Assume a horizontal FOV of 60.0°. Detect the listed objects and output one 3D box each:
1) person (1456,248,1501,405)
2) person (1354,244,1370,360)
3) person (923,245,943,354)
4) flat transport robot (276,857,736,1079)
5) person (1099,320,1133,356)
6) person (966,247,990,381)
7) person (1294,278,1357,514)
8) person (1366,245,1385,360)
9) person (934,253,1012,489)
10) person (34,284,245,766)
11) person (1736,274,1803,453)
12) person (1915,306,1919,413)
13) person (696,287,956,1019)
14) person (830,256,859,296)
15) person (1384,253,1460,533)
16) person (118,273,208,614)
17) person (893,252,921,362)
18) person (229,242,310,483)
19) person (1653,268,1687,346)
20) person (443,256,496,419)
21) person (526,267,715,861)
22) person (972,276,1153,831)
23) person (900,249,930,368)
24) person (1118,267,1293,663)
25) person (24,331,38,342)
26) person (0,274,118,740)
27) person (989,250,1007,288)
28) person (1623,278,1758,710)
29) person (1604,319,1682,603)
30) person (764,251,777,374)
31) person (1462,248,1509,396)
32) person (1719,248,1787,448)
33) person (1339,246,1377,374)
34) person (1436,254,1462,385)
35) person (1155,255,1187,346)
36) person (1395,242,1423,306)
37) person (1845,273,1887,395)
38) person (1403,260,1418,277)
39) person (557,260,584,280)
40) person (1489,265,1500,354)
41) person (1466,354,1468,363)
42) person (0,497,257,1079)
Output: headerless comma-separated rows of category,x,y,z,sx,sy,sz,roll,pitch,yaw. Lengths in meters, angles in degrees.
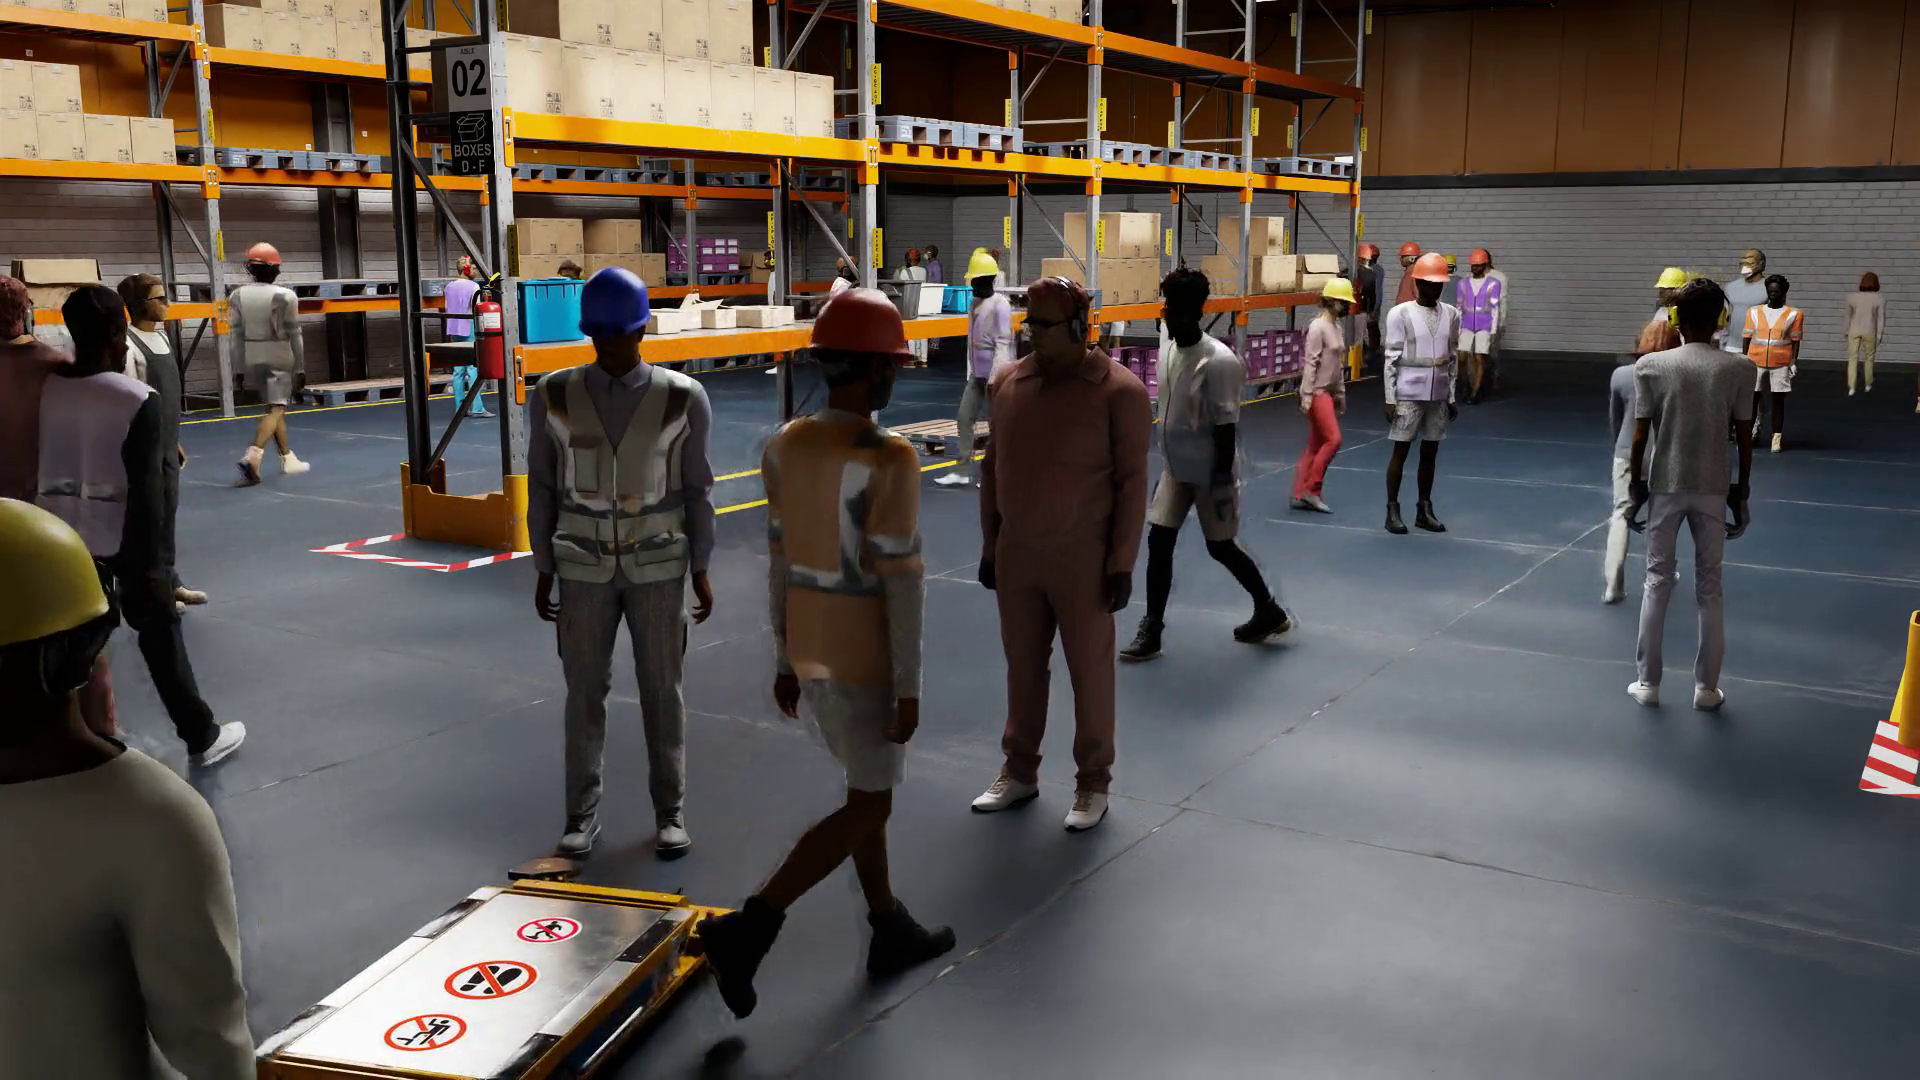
person,6.347,-2.613,20.460,0.542,1.923,0.399,6,12,29
person,6.341,-3.742,26.589,0.450,1.956,0.651,3,11,18
person,-0.496,-4.259,29.575,0.496,1.937,0.644,-3,11,-16
flat transport robot,-1.133,1.151,4.157,0.652,0.197,1.431,3,11,14
person,2.292,-3.348,24.711,0.564,1.862,0.960,1,10,8
person,0.268,-3.198,23.708,0.395,1.919,0.582,-2,10,-9
person,2.716,-1.060,12.328,0.508,1.734,0.551,6,12,29
person,6.985,-4.037,28.289,0.373,1.934,0.551,7,13,35
person,0.115,-1.341,13.410,0.698,1.906,0.619,-6,12,-28
person,-3.088,0.015,6.042,0.593,1.868,1.000,2,10,10
person,7.741,-1.683,15.906,0.531,1.698,0.320,7,12,32
person,11.441,-2.476,19.339,0.394,2.044,0.609,-2,10,-12
person,-0.347,0.302,4.349,0.827,1.909,0.547,-10,14,-43
person,-1.258,-2.269,18.757,0.429,1.845,0.621,-2,10,-8
person,3.199,-1.003,11.480,0.551,1.932,0.378,-2,11,-13
person,-4.381,-0.519,9.043,0.333,1.846,0.514,0,10,-1
person,-0.806,-3.883,27.687,0.633,1.846,0.429,-4,11,-19
person,-5.855,-1.495,14.025,0.613,2.014,0.981,2,10,12
person,6.361,-1.517,14.762,0.931,1.790,0.596,-2,10,-10
person,-5.608,-2.290,18.880,0.563,1.838,0.391,6,12,32
person,-1.101,0.089,5.426,0.602,1.937,0.408,-1,10,-6
person,0.324,0.048,5.757,0.636,1.902,0.406,7,12,33
person,-0.735,-3.670,26.434,0.590,1.883,0.396,-8,13,-39
person,1.204,-0.370,8.079,0.940,1.911,0.653,-6,12,-31
person,-4.581,-0.257,8.166,0.514,1.640,0.310,-3,11,-16
person,-3.379,0.004,5.983,0.402,1.906,0.652,7,12,32
person,0.437,-3.475,25.373,0.655,1.860,0.599,-4,11,-19
person,3.146,-0.190,7.190,0.507,1.861,0.329,4,11,20
person,3.900,-0.455,9.423,0.506,1.600,0.751,9,13,40
person,-2.815,-3.455,25.292,0.328,1.861,0.501,-1,10,-5
person,6.841,-2.831,21.668,0.656,1.916,0.616,7,13,35
person,7.689,-1.861,16.225,0.379,1.940,0.629,-6,12,-32
person,6.004,-3.511,25.412,0.735,1.926,1.043,-1,10,-4
person,6.780,-3.068,23.210,0.600,1.829,0.404,0,10,-2
person,2.996,-3.023,22.967,0.625,1.836,0.429,0,10,0
person,5.792,-2.840,21.494,0.381,1.994,0.619,0,10,0
person,11.919,-2.712,21.916,0.508,1.588,0.825,8,13,37
person,6.737,-3.334,24.675,0.659,1.844,0.937,-8,13,-39
person,-3.587,-1.712,15.659,0.526,1.846,0.630,-2,10,-10
person,8.497,-3.620,26.819,0.501,1.631,0.285,1,10,3
person,7.550,-3.190,24.326,0.522,1.670,0.736,3,11,15
person,-1.156,0.805,2.048,0.529,1.728,0.787,5,11,27
